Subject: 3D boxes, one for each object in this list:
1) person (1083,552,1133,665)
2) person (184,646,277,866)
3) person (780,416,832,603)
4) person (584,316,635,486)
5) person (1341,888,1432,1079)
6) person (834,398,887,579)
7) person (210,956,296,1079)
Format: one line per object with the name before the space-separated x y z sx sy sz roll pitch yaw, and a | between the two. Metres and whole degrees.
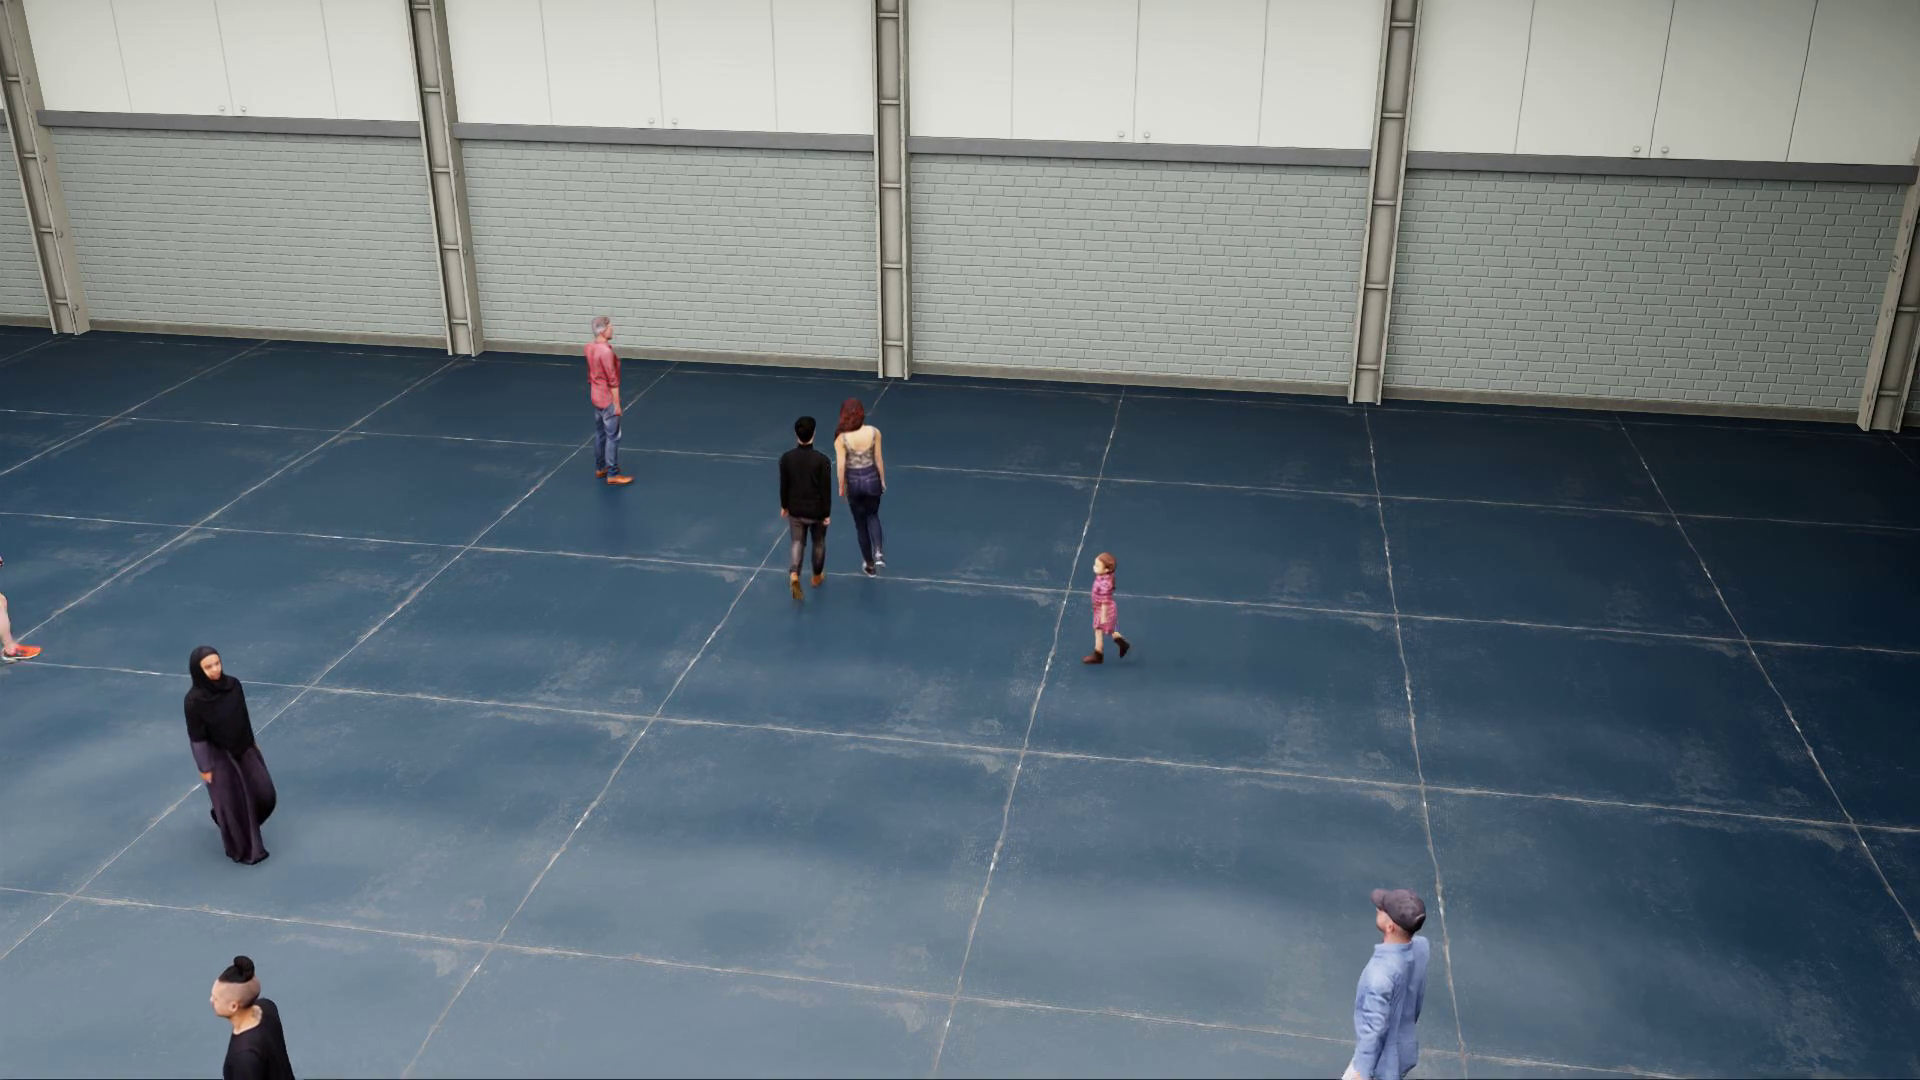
person | 1.260 0.579 14.044 0.636 1.018 0.446 2 23 5
person | -5.022 1.424 11.303 0.881 1.608 0.764 14 27 29
person | -1.403 -0.268 15.168 0.925 1.699 0.720 3 23 8
person | -3.826 -1.523 17.951 0.813 1.829 0.746 -16 28 -33
person | 2.156 2.575 8.252 0.899 1.878 0.835 20 30 39
person | -0.891 -0.442 15.512 0.769 1.749 0.844 -6 24 -14
person | -3.195 2.760 7.898 1.264 1.816 0.983 -4 23 -10
